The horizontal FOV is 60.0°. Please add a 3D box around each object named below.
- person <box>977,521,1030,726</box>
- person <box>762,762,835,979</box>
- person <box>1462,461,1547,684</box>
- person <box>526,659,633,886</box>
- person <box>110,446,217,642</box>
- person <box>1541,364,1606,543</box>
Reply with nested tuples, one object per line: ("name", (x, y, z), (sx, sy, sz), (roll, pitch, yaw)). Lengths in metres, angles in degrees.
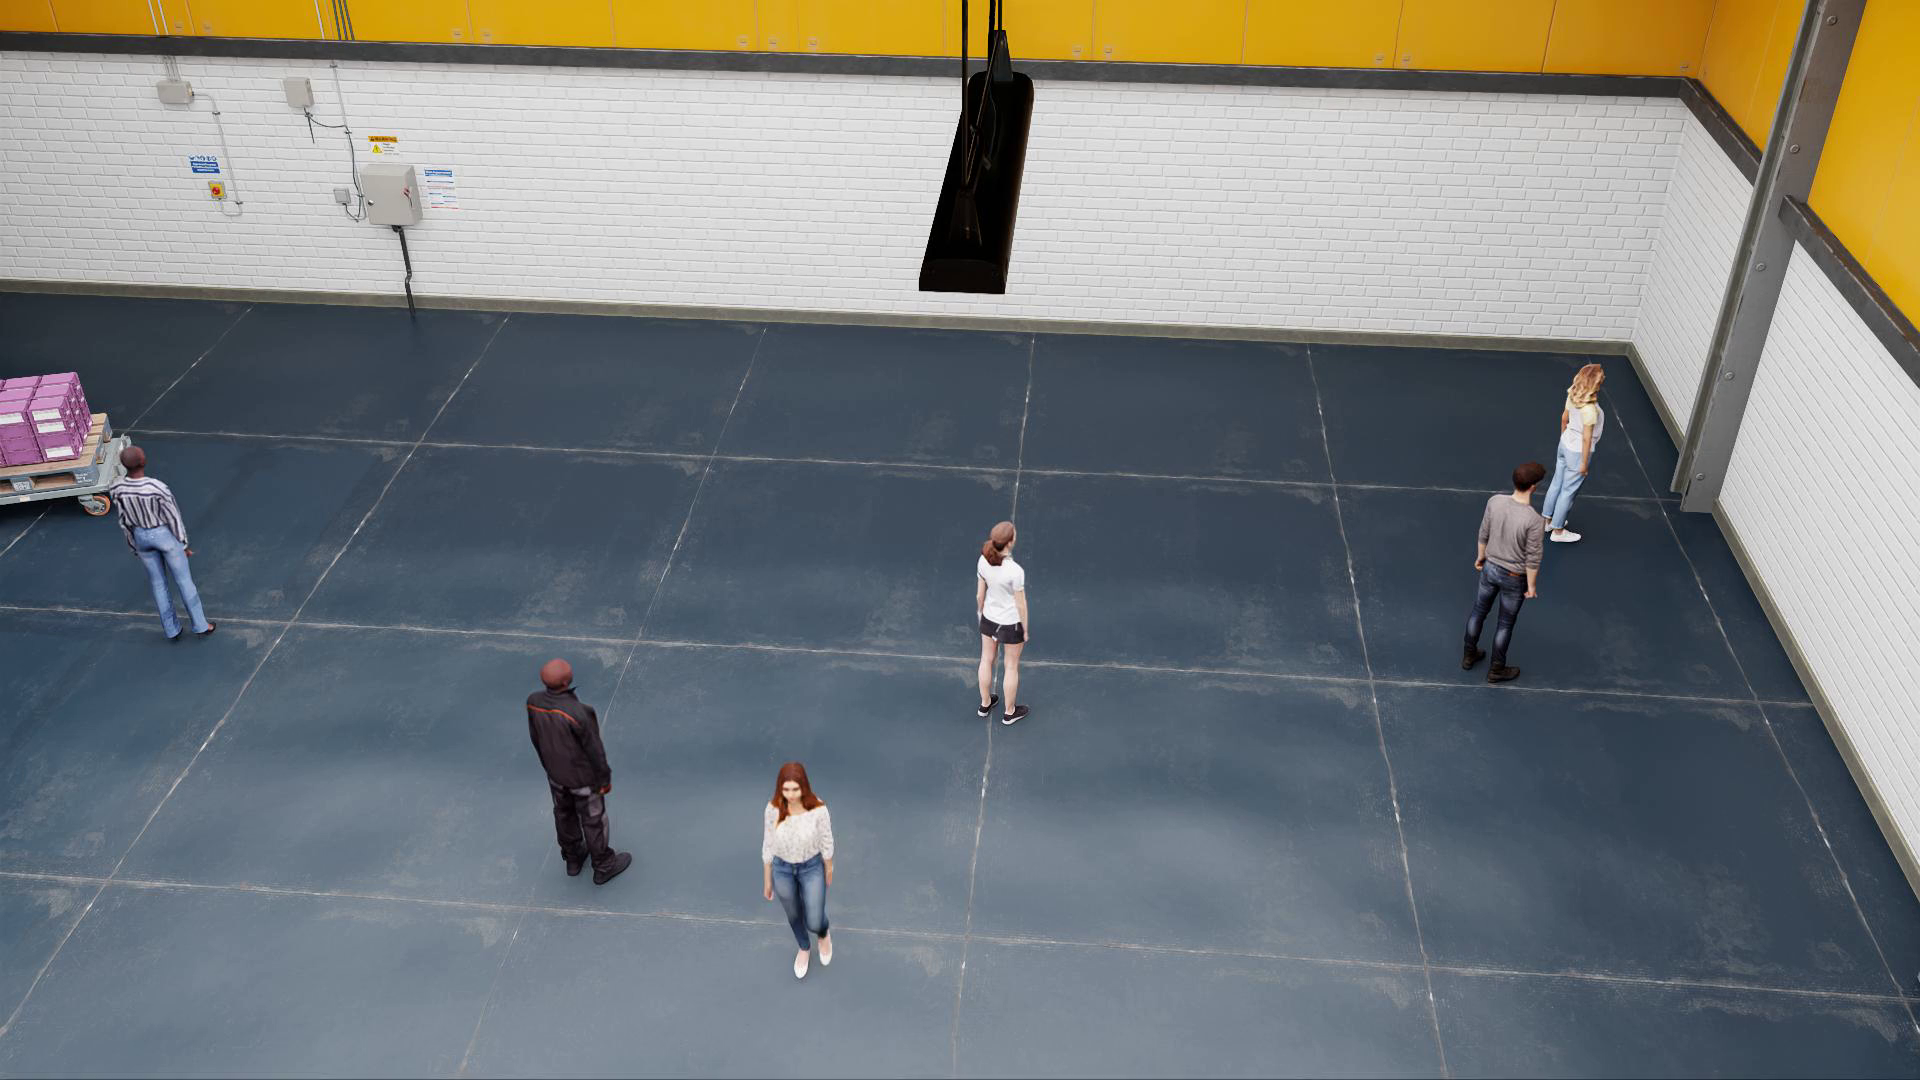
("person", (0.313, 0.619, 12.498), (0.663, 1.752, 0.686), (19, 38, 26))
("person", (-1.002, 2.008, 10.438), (0.587, 1.719, 0.615), (4, 34, 6))
("person", (4.231, 0.244, 12.926), (0.822, 1.903, 0.754), (-24, 40, -31))
("person", (-2.579, 1.528, 11.064), (0.768, 1.826, 0.717), (14, 36, 19))
("person", (-6.415, 0.042, 13.327), (0.633, 1.795, 0.560), (0, 34, -1))
("person", (5.397, -0.774, 14.620), (0.735, 1.723, 0.572), (-5, 34, -8))
